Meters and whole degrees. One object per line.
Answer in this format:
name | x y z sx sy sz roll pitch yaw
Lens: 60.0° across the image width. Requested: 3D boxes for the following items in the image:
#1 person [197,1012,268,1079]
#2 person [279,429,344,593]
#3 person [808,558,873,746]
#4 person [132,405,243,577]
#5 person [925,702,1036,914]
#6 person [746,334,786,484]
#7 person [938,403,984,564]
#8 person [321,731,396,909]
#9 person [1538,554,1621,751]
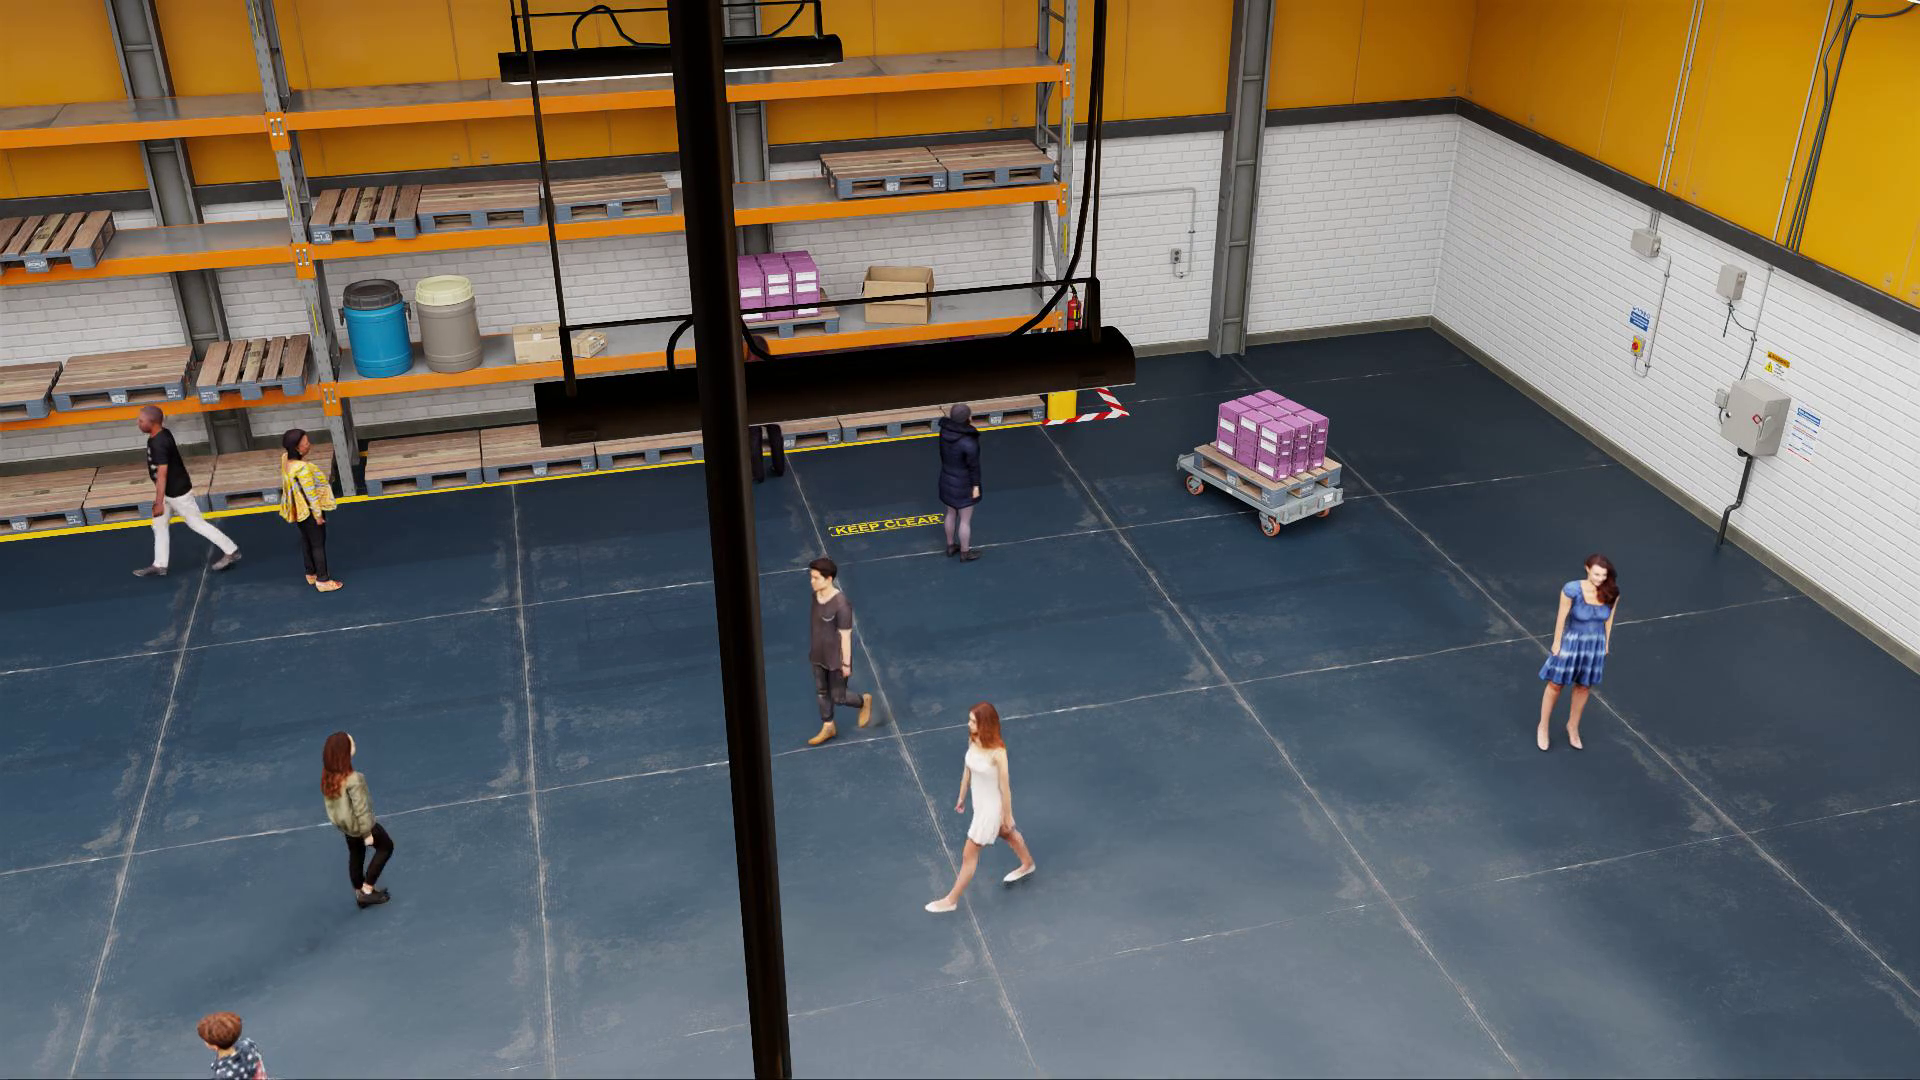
person | -4.022 3.261 9.519 0.774 1.429 0.644 1 29 1
person | -6.196 -0.290 15.795 0.899 1.654 0.853 -23 36 -36
person | -0.995 0.892 13.574 0.962 1.706 0.847 -24 37 -37
person | -7.443 -0.451 15.981 1.286 1.758 0.869 -14 32 -24
person | 0.278 1.861 11.857 1.225 1.649 0.758 -14 32 -25
person | -2.133 -1.422 17.868 0.574 1.657 0.705 -18 34 -30
person | -0.010 -0.573 16.293 0.795 1.674 0.777 -23 36 -36
person | -4.325 2.026 11.741 0.709 1.470 0.737 23 36 36
person | 5.008 0.909 13.438 0.584 1.807 0.773 -1 29 -3
